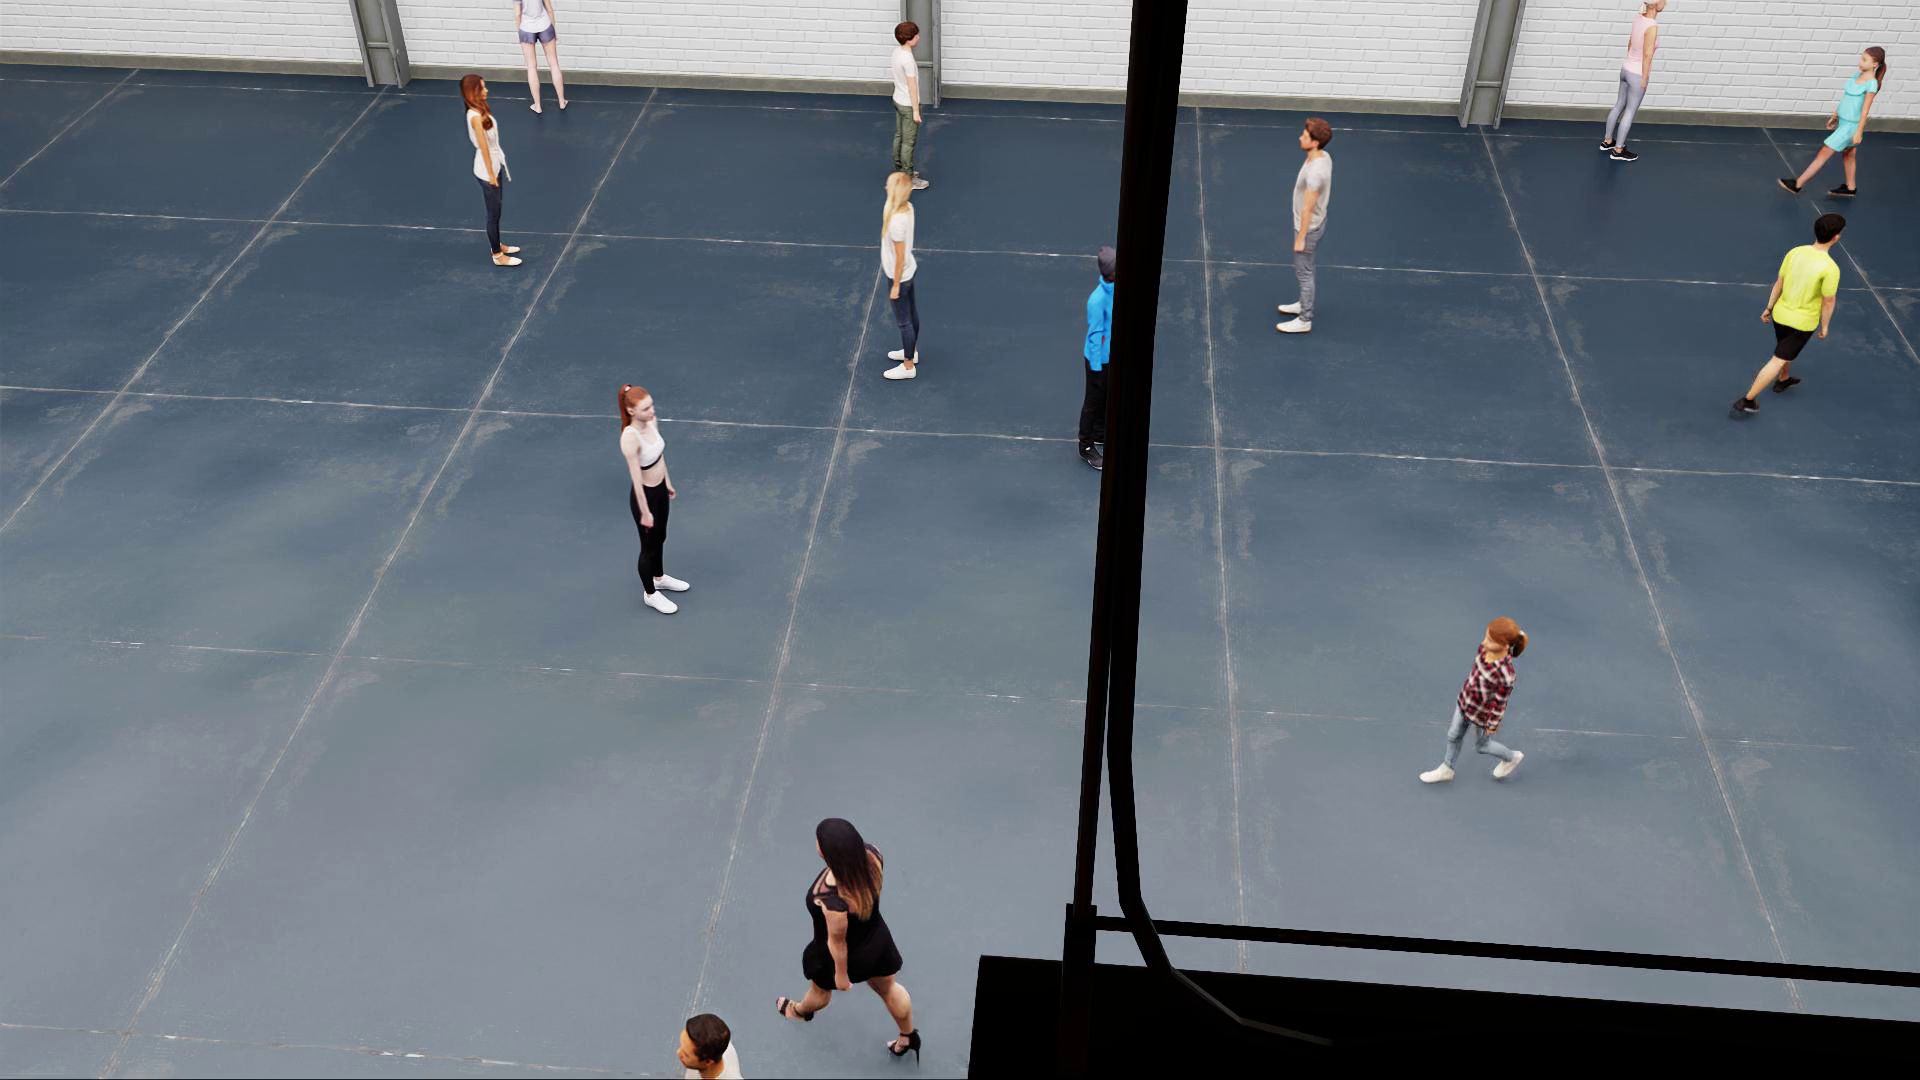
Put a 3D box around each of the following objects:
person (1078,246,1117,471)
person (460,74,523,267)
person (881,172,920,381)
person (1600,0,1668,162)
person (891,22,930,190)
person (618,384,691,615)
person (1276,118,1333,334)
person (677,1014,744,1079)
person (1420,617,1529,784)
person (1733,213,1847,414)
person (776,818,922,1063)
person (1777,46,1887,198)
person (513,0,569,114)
[{"bbox_3d":[1.076,-1.396,12.530,0.694,1.794,0.691,21,43,24],"label":"person"},{"bbox_3d":[-4.249,-3.335,14.965,0.617,1.785,0.655,-7,39,-9],"label":"person"},{"bbox_3d":[-0.460,-2.139,13.448,0.516,1.809,0.600,5,39,6],"label":"person"},{"bbox_3d":[6.782,-4.693,16.712,0.586,1.726,0.594,-5,39,-6],"label":"person"},{"bbox_3d":[-0.520,-4.244,16.208,0.669,1.654,0.663,-14,41,-17],"label":"person"},{"bbox_3d":[-2.094,-0.291,11.189,0.573,1.740,0.619,9,40,12],"label":"person"},{"bbox_3d":[2.947,-2.653,14.025,0.574,1.892,0.661,7,39,9],"label":"person"},{"bbox_3d":[-1.034,2.684,7.406,0.724,1.811,0.733,-17,42,-20],"label":"person"},{"bbox_3d":[3.181,0.980,9.957,0.906,1.291,0.683,-8,39,-9],"label":"person"},{"bbox_3d":[6.512,-1.732,13.049,1.184,1.671,1.008,-19,42,-22],"label":"person"},{"bbox_3d":[-0.445,2.061,8.299,1.160,1.672,0.936,17,42,21],"label":"person"},{"bbox_3d":[8.619,-3.977,15.982,1.003,1.518,0.569,5,39,6],"label":"person"},{"bbox_3d":[-4.476,-5.388,17.549,0.636,1.768,0.730,-13,41,-16],"label":"person"}]
